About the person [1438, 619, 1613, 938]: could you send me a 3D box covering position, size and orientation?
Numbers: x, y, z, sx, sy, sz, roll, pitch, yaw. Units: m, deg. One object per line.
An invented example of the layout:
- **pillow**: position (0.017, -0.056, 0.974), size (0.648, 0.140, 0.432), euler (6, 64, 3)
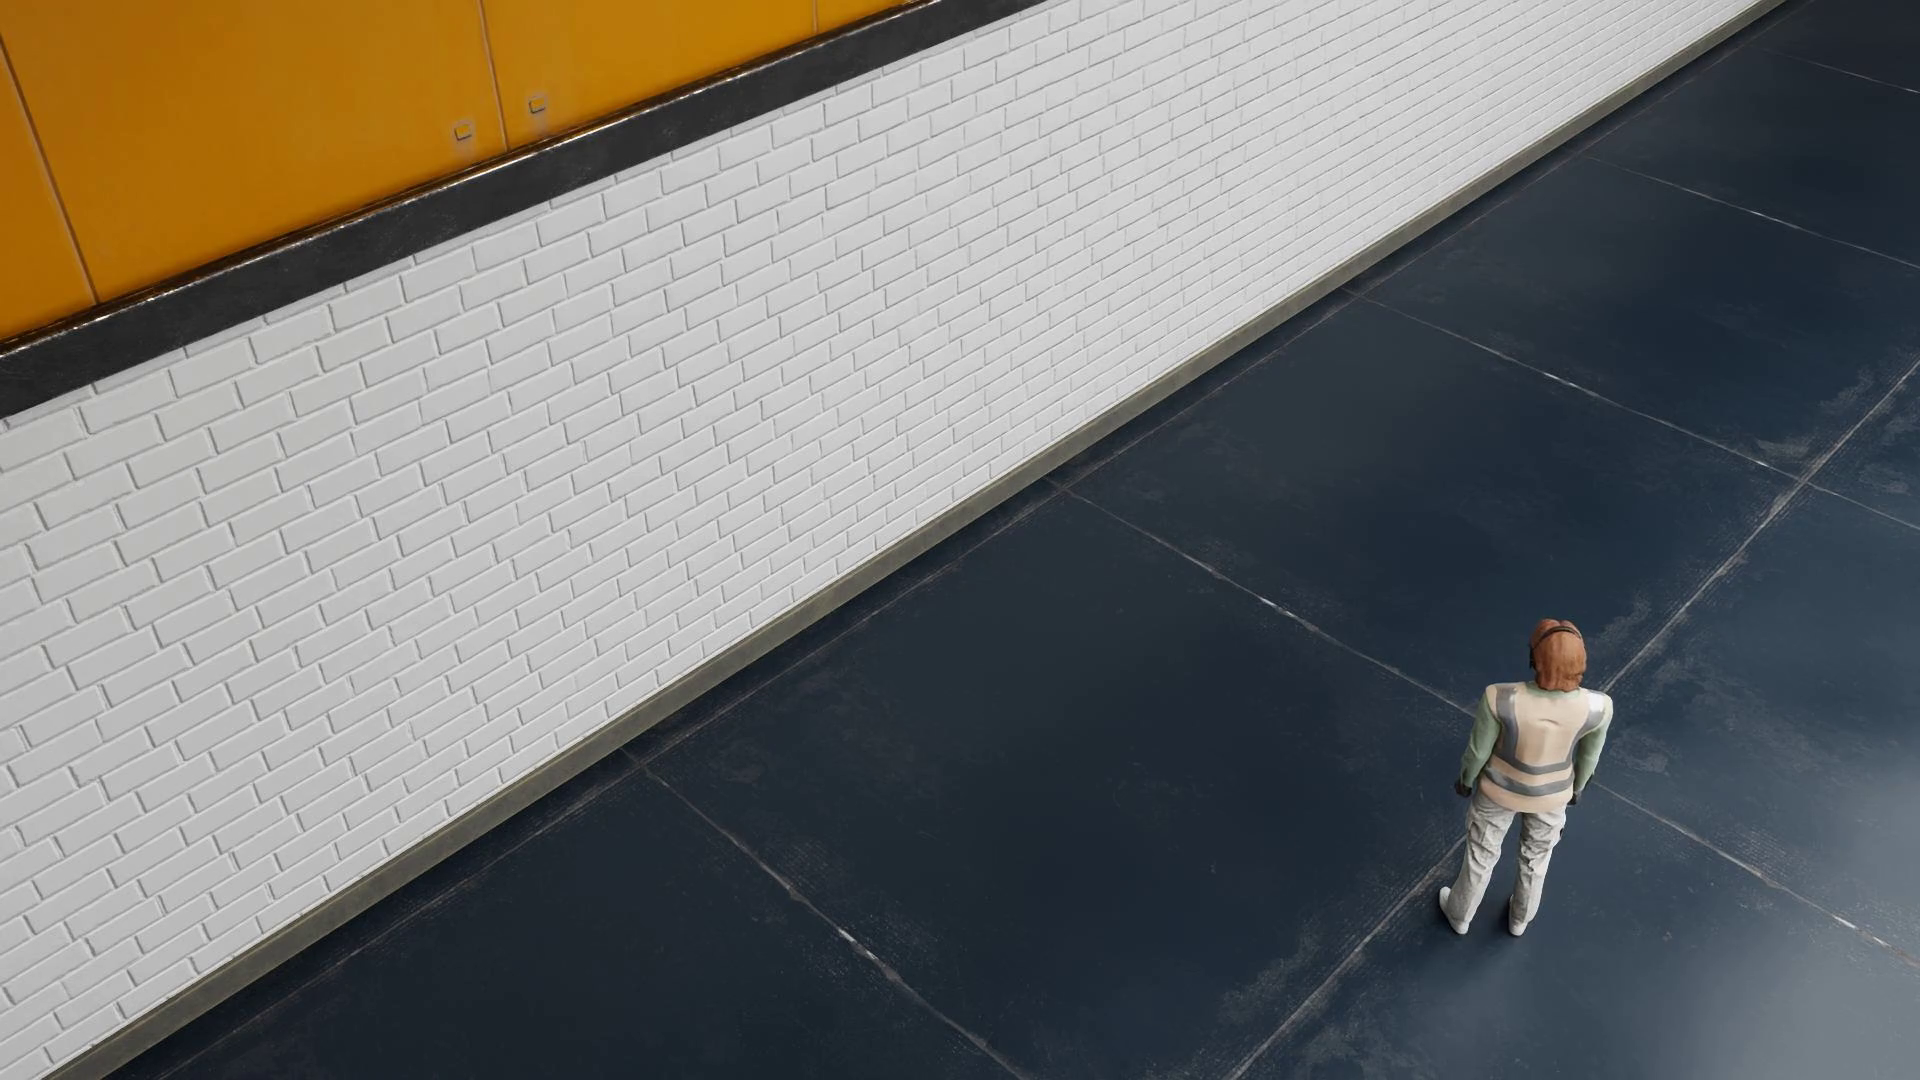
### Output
- **person**: position (2.226, 0.983, 6.591), size (0.511, 1.639, 0.307), euler (4, 39, 4)
